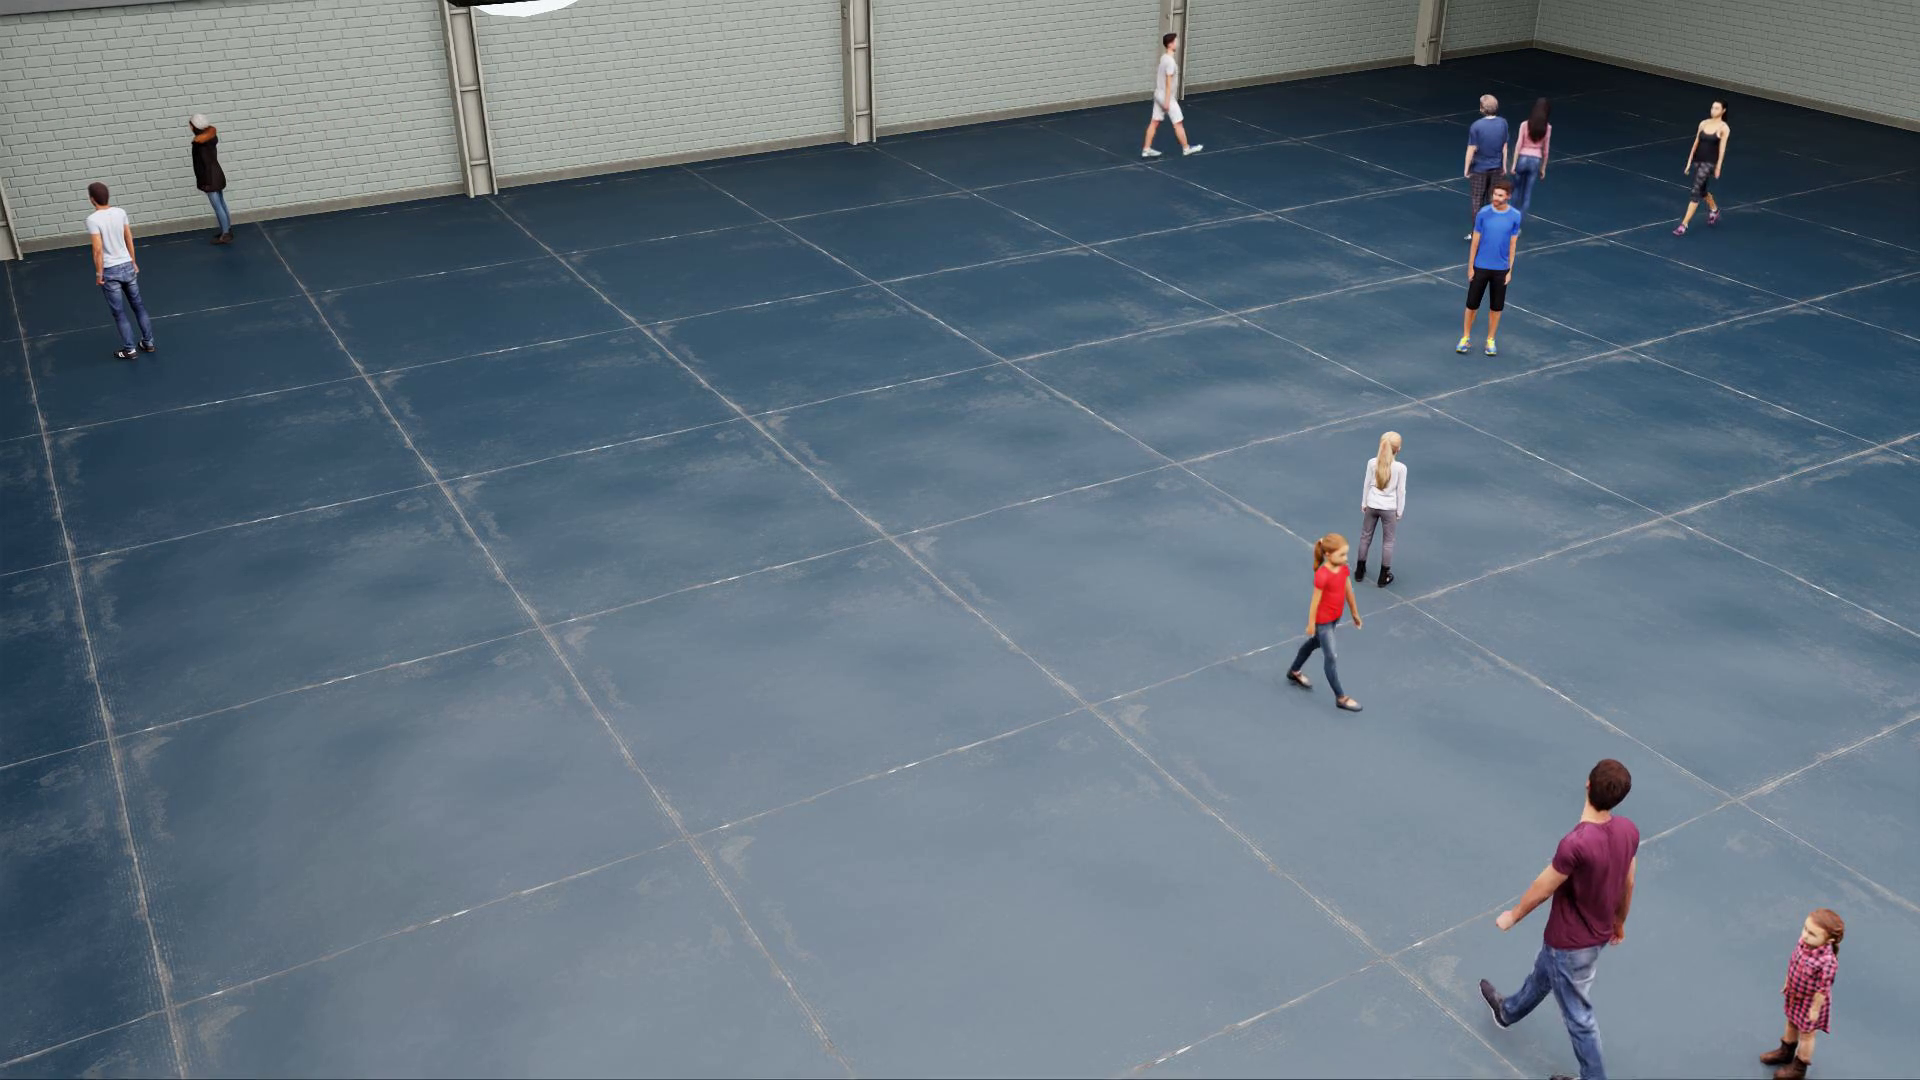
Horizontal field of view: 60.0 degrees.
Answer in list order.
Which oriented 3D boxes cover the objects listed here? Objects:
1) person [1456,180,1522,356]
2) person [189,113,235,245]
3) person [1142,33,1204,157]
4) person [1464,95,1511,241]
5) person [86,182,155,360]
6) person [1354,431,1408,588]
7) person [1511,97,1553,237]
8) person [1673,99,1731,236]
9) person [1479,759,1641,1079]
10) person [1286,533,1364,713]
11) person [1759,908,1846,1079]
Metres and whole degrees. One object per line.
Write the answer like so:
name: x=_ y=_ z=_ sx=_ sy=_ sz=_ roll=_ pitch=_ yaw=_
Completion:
person: x=5.598 y=-2.882 z=17.519 sx=0.701 sy=1.866 sz=0.751 roll=9 pitch=29 yaw=16
person: x=-9.489 y=-4.587 z=21.084 sx=0.707 sy=1.634 sz=0.710 roll=-5 pitch=28 yaw=-10
person: x=2.975 y=-6.579 z=24.757 sx=1.236 sy=1.812 sz=0.972 roll=-5 pitch=28 yaw=-9
person: x=6.690 y=-4.679 z=21.025 sx=0.759 sy=1.850 sz=0.889 roll=3 pitch=27 yaw=6
person: x=-8.825 y=-2.833 z=17.422 sx=0.768 sy=1.867 sz=0.659 roll=14 pitch=30 yaw=25
person: x=3.308 y=-0.251 z=13.054 sx=0.561 sy=1.275 sz=0.596 roll=15 pitch=31 yaw=27
person: x=7.299 y=-4.790 z=21.395 sx=0.931 sy=1.708 sz=1.004 roll=8 pitch=28 yaw=14
person: x=9.675 y=-4.827 z=21.478 sx=1.129 sy=1.699 sz=0.590 roll=-16 pitch=31 yaw=-28
person: x=3.097 y=1.986 z=8.155 sx=1.091 sy=1.782 sz=0.841 roll=-20 pitch=33 yaw=-34
person: x=2.495 y=0.522 z=11.550 sx=0.708 sy=1.278 sz=0.878 roll=23 pitch=35 yaw=38
person: x=4.293 y=2.287 z=8.401 sx=0.501 sy=1.021 sz=0.470 roll=-6 pitch=28 yaw=-11
